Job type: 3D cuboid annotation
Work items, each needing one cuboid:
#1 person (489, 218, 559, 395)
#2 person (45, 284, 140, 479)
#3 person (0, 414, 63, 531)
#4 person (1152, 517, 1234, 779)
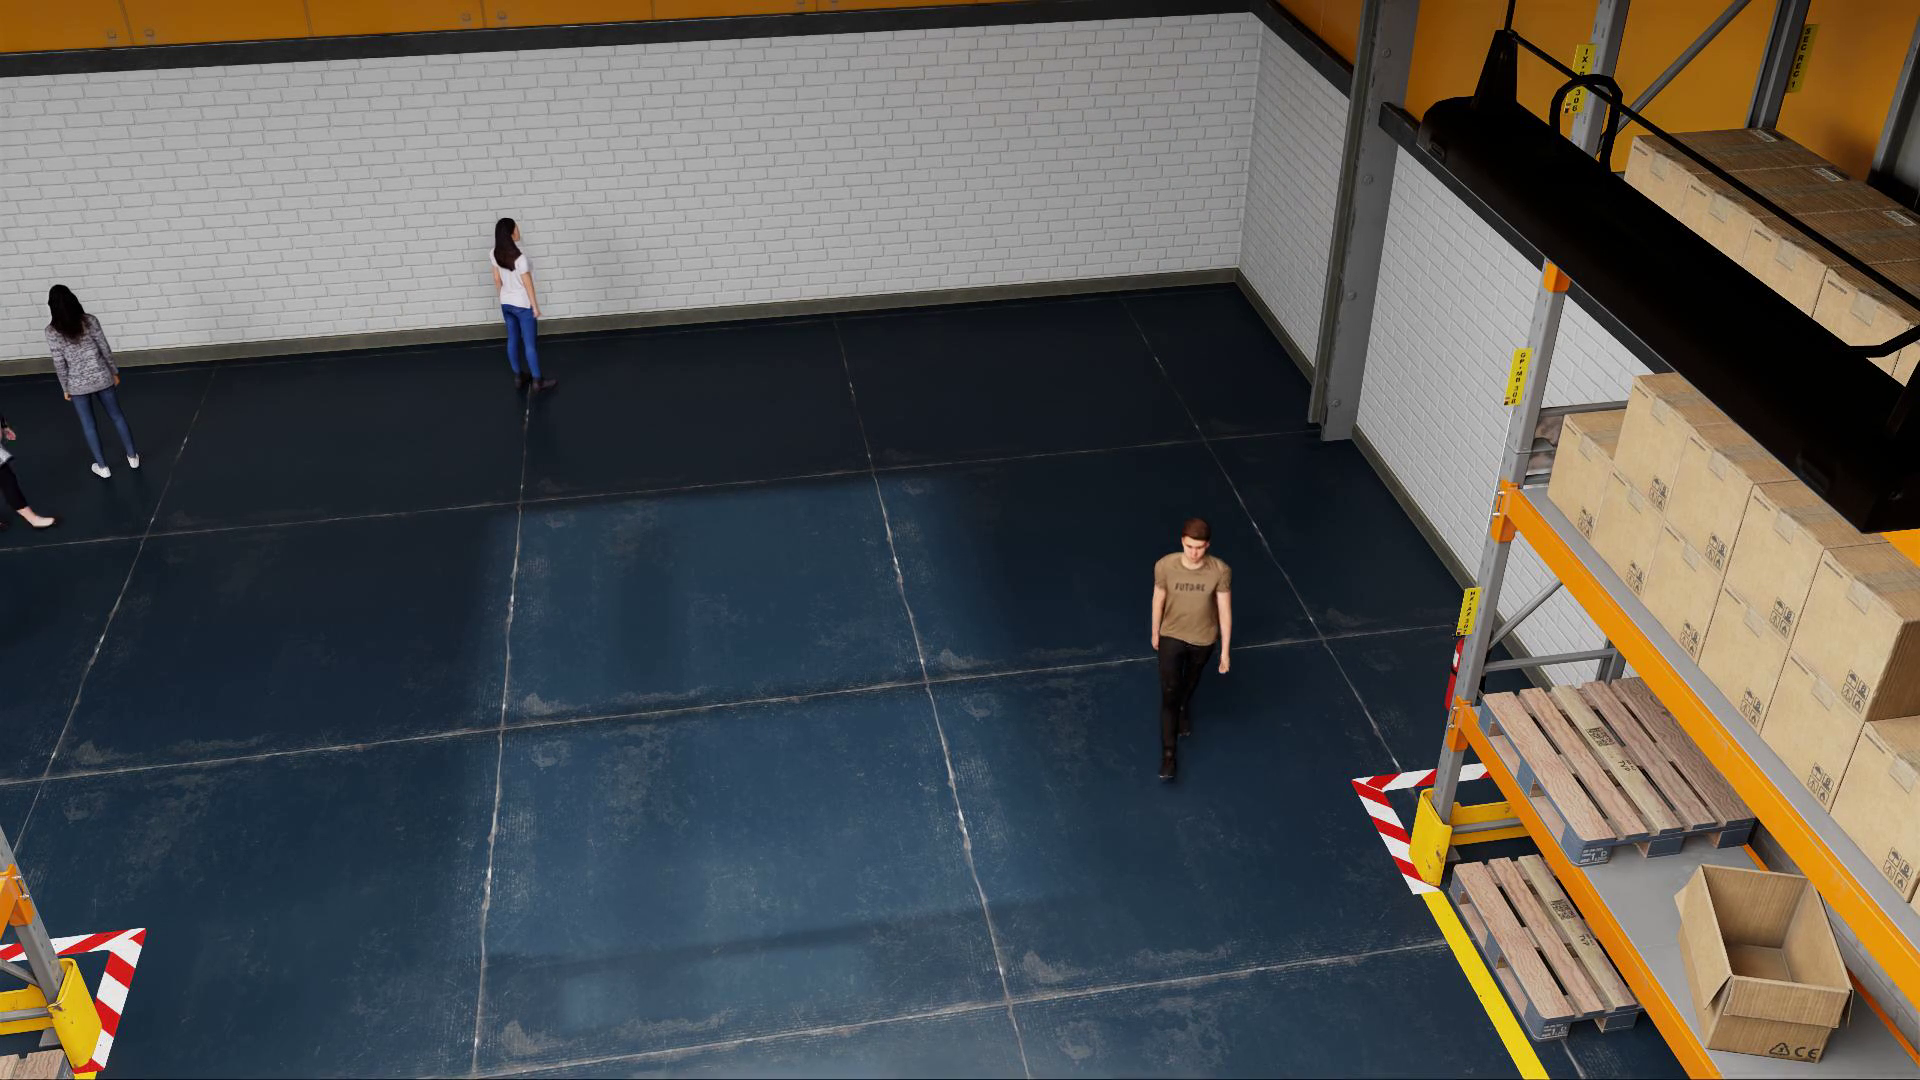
[{"bbox_3d":[-4.053,-2.132,15.241,0.677,1.684,0.727,19,38,26],"label":"person"},{"bbox_3d":[-7.349,-1.350,14.021,0.694,1.732,0.694,-25,41,-33],"label":"person"},{"bbox_3d":[-7.903,-0.749,13.228,0.723,1.608,0.868,-9,35,-13],"label":"person"},{"bbox_3d":[1.522,0.593,11.024,0.905,1.814,1.231,3,34,4],"label":"person"}]
